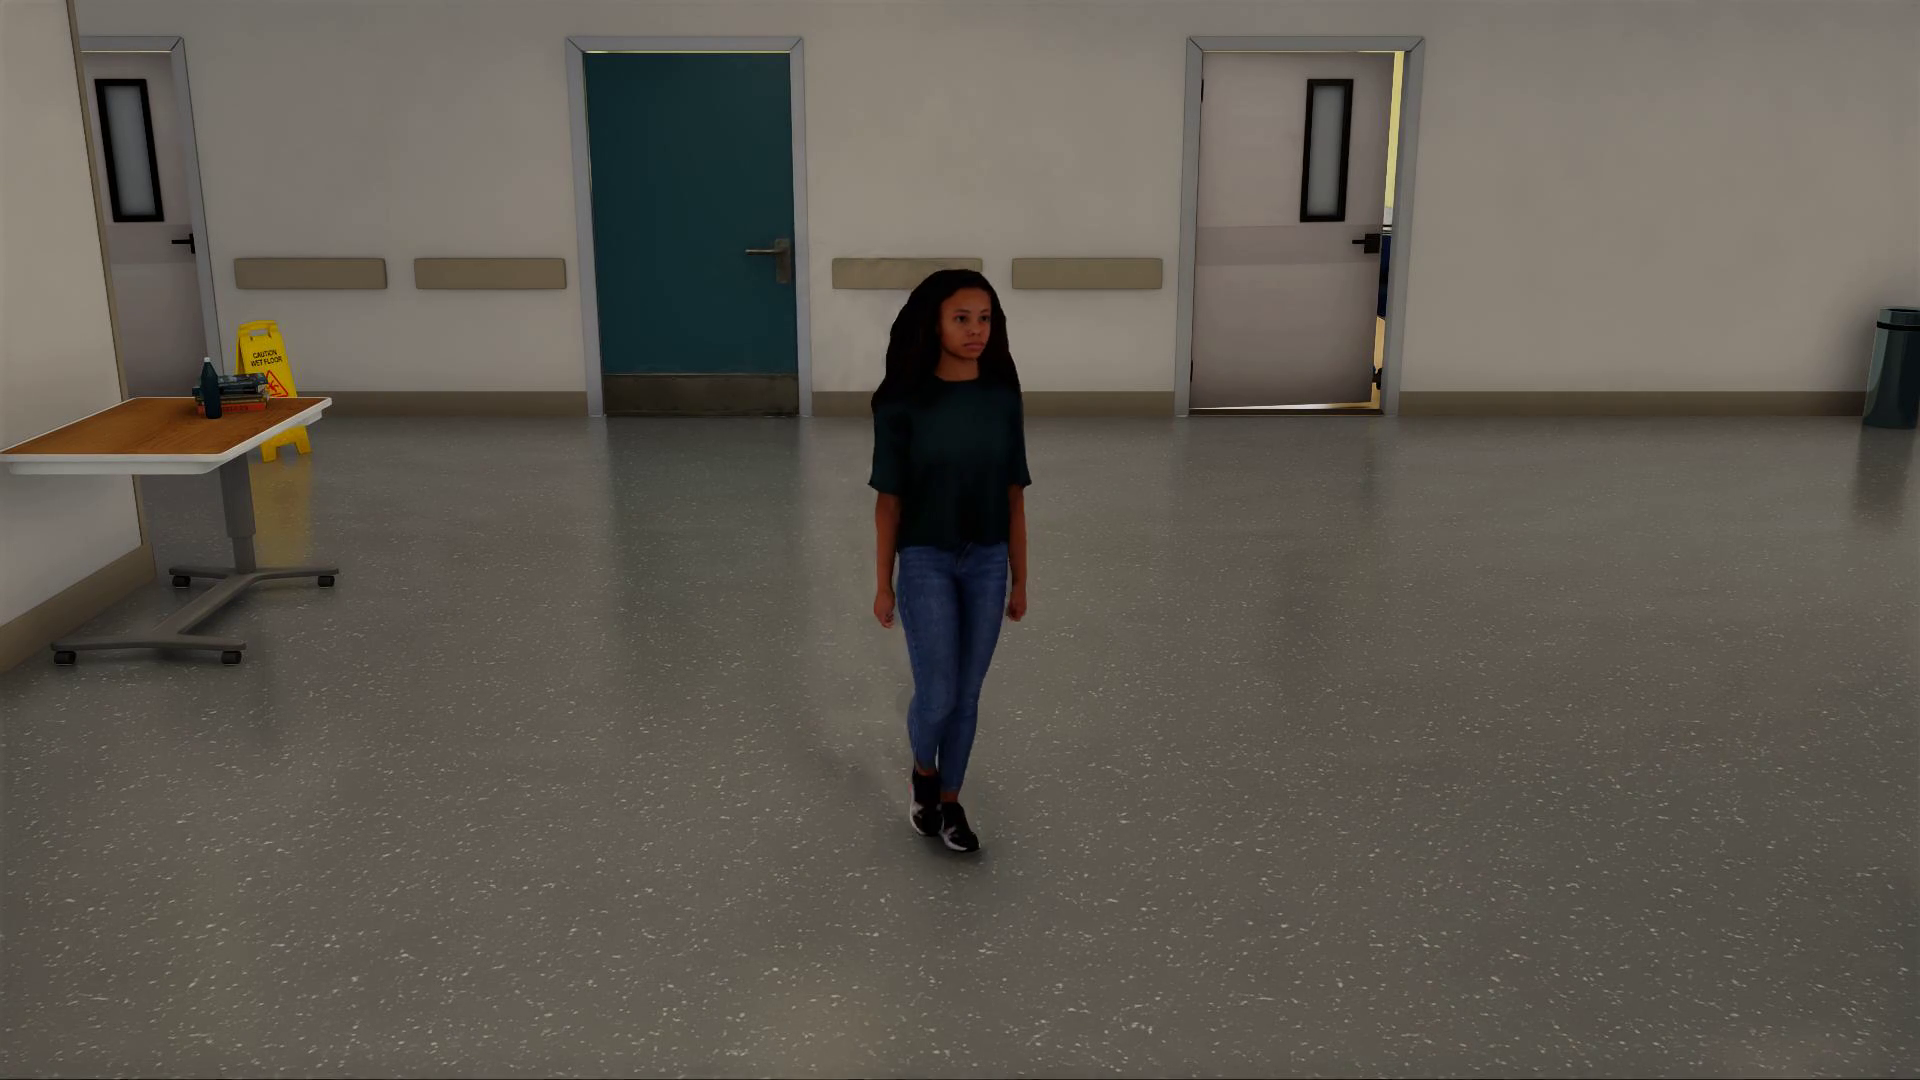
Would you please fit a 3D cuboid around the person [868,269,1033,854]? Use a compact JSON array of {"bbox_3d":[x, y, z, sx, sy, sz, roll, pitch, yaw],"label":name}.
[{"bbox_3d":[-0.054,0.060,4.570,0.670,1.610,0.761,-7,17,-22],"label":"person"}]
